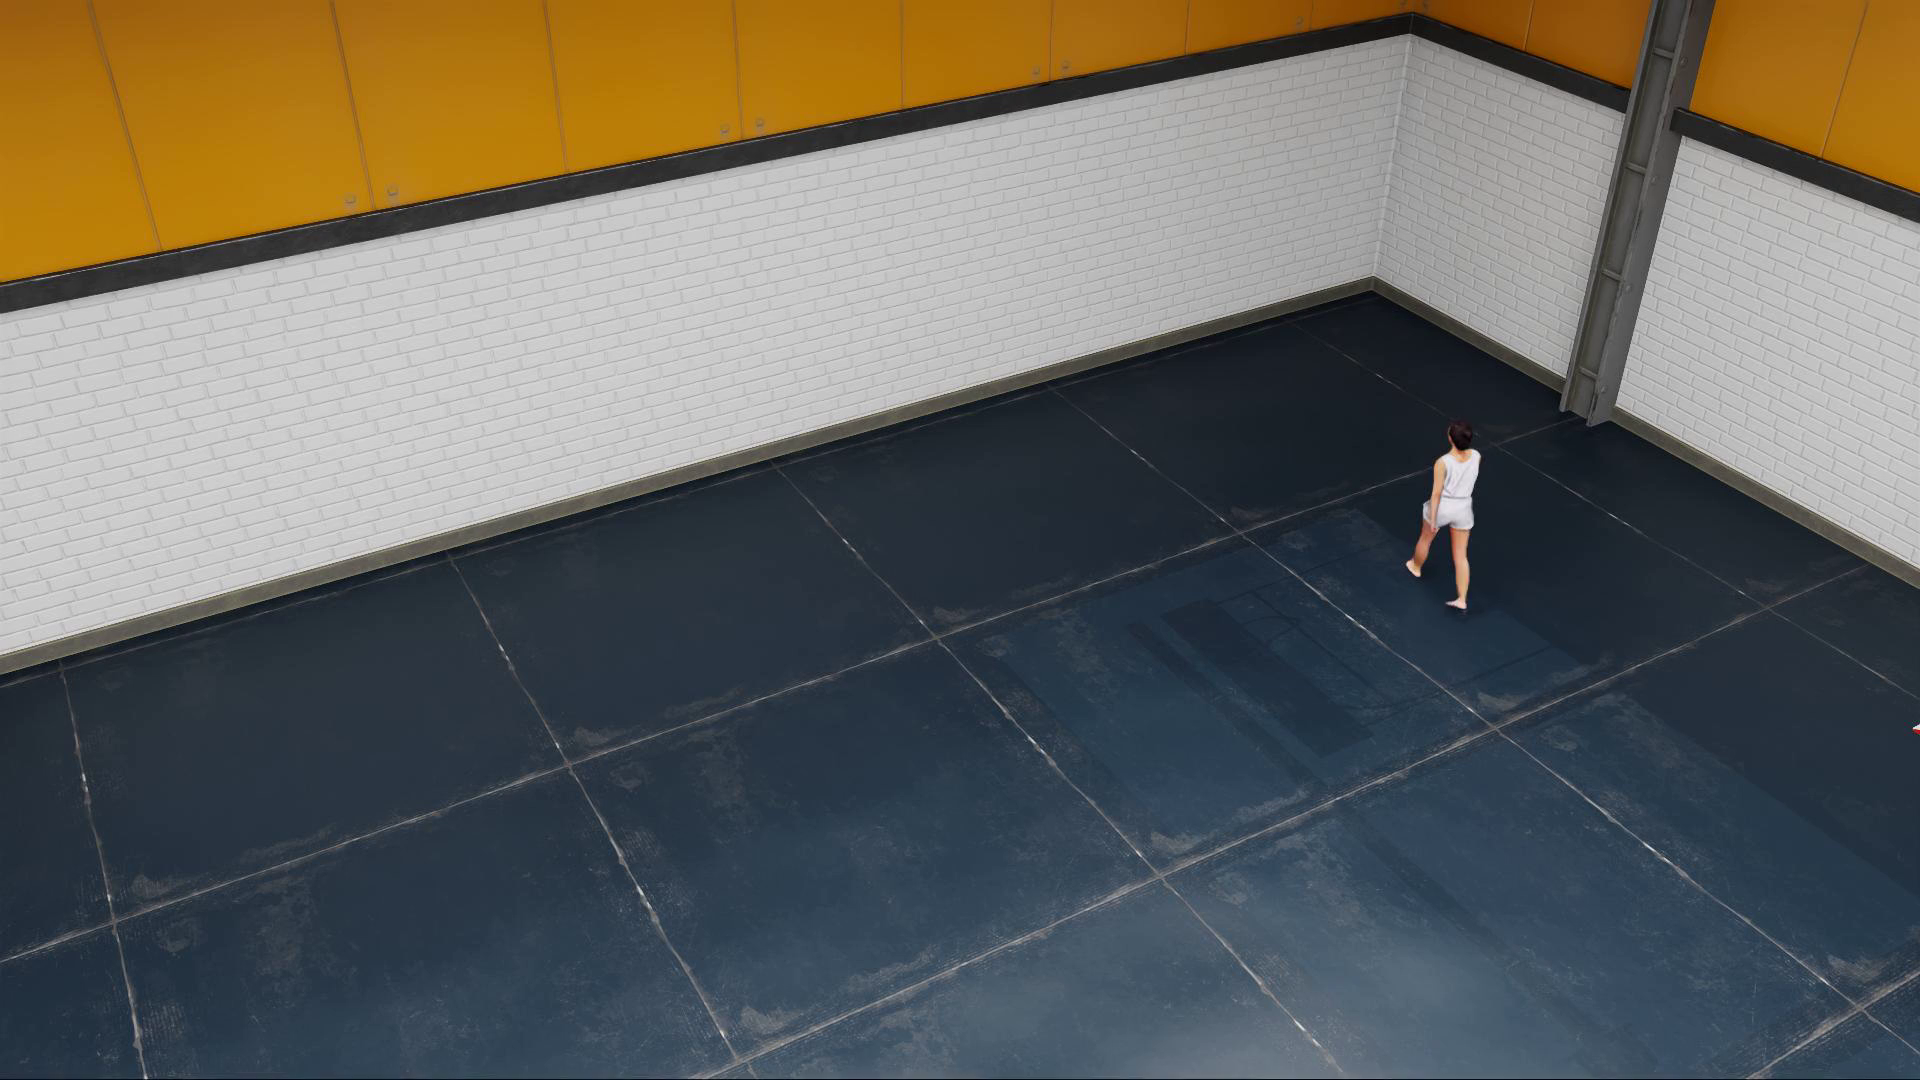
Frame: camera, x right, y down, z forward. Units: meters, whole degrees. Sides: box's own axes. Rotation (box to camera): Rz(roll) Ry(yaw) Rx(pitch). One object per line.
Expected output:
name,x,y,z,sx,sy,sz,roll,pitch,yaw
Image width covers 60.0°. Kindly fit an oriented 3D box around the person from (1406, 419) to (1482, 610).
person,3.892,-0.179,13.075,0.812,1.572,1.113,-6,34,-8
